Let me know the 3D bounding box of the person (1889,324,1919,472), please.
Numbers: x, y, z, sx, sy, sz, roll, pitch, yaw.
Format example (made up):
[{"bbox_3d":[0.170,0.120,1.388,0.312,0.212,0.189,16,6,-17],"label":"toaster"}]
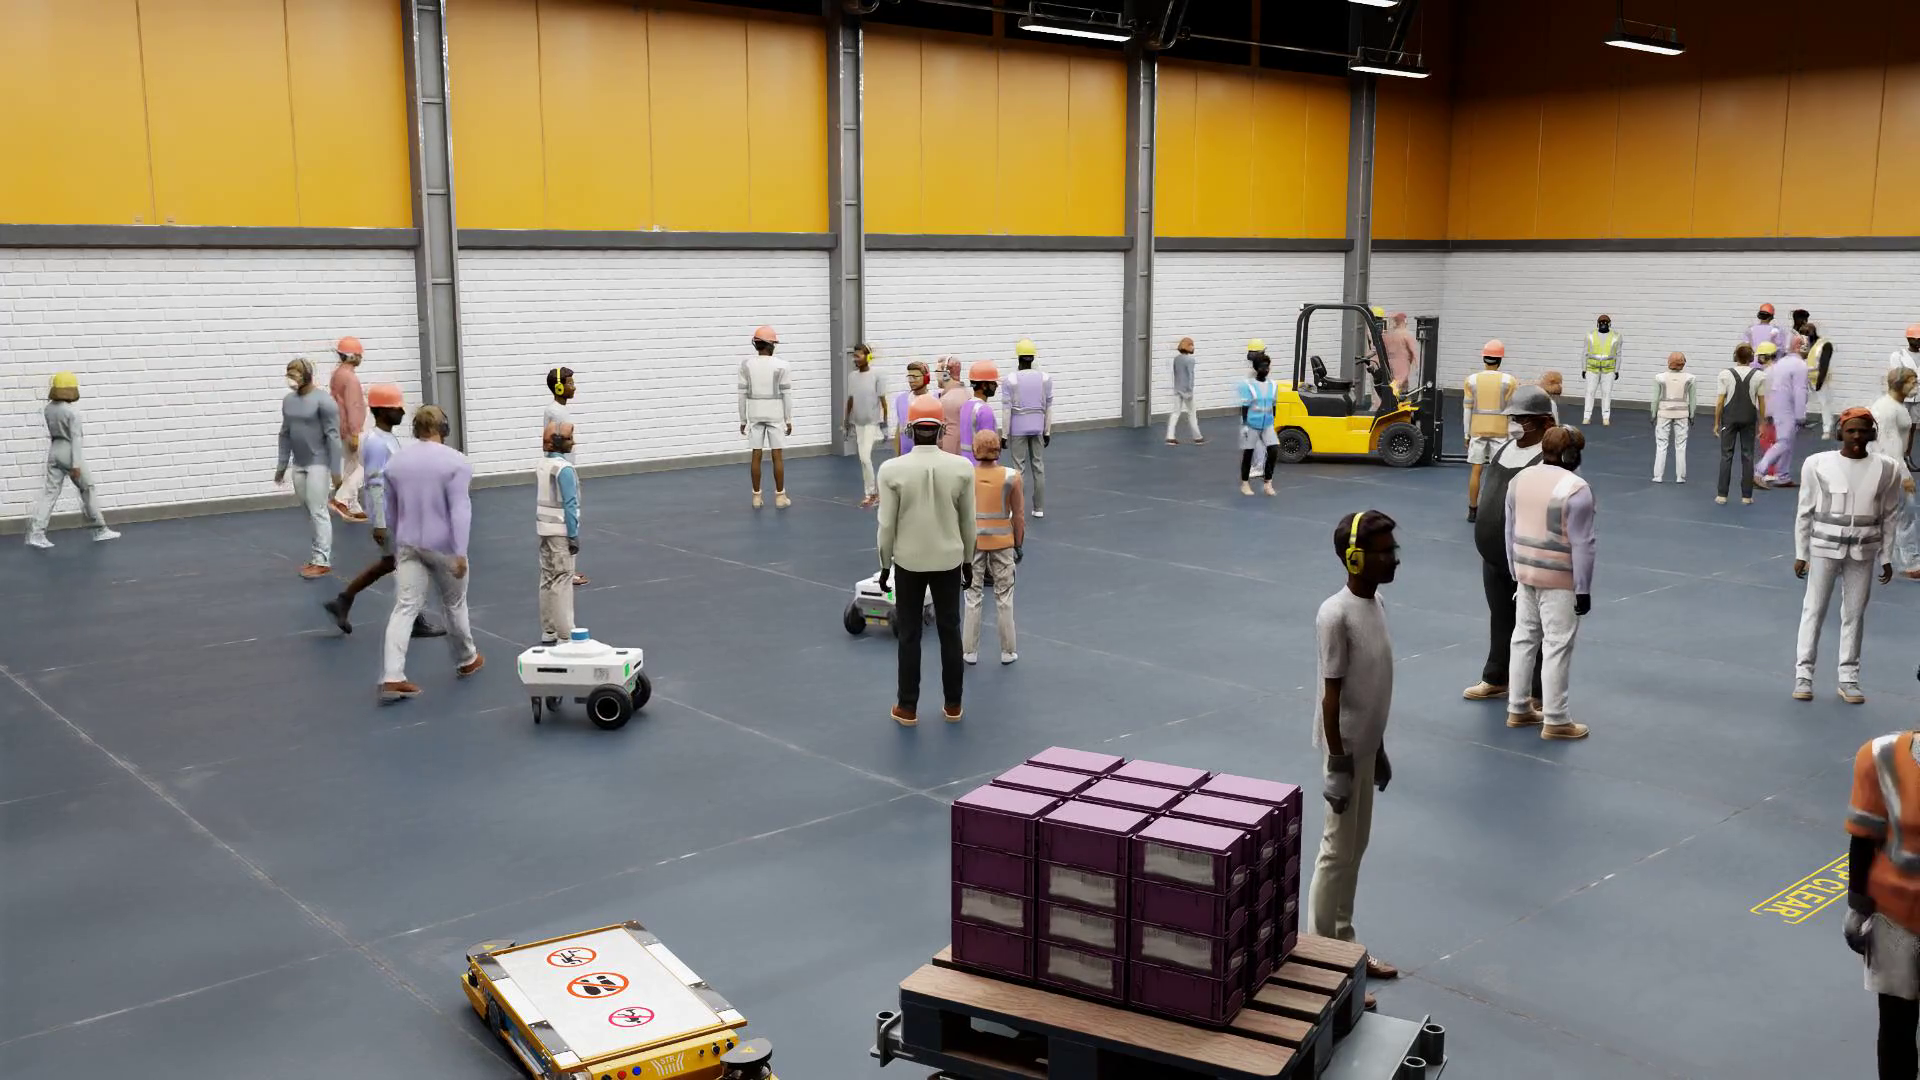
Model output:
[{"bbox_3d":[12.379,-1.845,21.682,0.542,1.939,0.361,-1,10,-5],"label":"person"}]

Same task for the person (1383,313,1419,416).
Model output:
[{"bbox_3d":[7.481,-2.934,28.334,0.990,1.854,0.709,-4,10,-20],"label":"person"}]

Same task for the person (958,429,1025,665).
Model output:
[{"bbox_3d":[0.193,0.055,11.444,0.511,1.638,0.308,0,10,2],"label":"person"}]

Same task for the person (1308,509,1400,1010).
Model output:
[{"bbox_3d":[1.512,0.813,6.315,0.328,1.876,0.509,6,11,30],"label":"person"}]

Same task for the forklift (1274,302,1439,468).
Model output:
[{"bbox_3d":[5.320,-2.157,22.763,2.313,2.155,1.214,3,10,16],"label":"forklift"}]

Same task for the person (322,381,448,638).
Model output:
[{"bbox_3d":[-4.266,-0.208,12.190,0.831,1.915,0.548,-2,10,-11],"label":"person"}]

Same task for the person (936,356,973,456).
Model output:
[{"bbox_3d":[-0.093,-0.727,15.236,0.402,1.906,0.652,2,10,13],"label":"person"}]

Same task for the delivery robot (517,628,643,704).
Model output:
[{"bbox_3d":[-2.302,0.781,10.085,0.707,0.478,0.477,1,10,4],"label":"delivery robot"}]

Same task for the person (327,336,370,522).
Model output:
[{"bbox_3d":[-6.423,-1.155,17.518,0.470,1.977,0.630,-8,12,-38],"label":"person"}]

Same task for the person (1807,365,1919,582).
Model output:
[{"bbox_3d":[7.993,-0.577,14.455,1.043,1.893,0.630,9,13,44],"label":"person"}]

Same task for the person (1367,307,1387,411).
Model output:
[{"bbox_3d":[7.263,-3.099,29.052,0.357,1.930,0.591,-1,10,-4],"label":"person"}]

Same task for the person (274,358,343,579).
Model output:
[{"bbox_3d":[-5.775,-0.616,14.567,0.645,1.930,0.655,6,11,31],"label":"person"}]

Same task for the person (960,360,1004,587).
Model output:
[{"bbox_3d":[0.193,-0.570,14.224,0.361,1.938,0.546,-4,10,-22],"label":"person"}]

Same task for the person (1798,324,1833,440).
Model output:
[{"bbox_3d":[13.017,-2.420,25.506,0.981,1.771,0.619,-5,11,-27],"label":"person"}]

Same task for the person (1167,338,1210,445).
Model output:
[{"bbox_3d":[3.375,-2.217,24.837,0.632,1.610,0.522,-6,11,-30],"label":"person"}]

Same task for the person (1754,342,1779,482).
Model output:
[{"bbox_3d":[10.109,-1.604,20.855,0.406,1.752,0.530,7,12,34],"label":"person"}]

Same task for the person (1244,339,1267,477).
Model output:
[{"bbox_3d":[3.767,-1.686,21.258,0.311,1.768,0.531,1,10,5],"label":"person"}]

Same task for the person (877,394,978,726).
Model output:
[{"bbox_3d":[-0.200,0.124,9.992,0.611,1.995,0.380,-2,10,-14],"label":"person"}]

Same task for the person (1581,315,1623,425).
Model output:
[{"bbox_3d":[10.700,-2.836,27.771,0.626,1.844,0.429,4,10,21],"label":"person"}]

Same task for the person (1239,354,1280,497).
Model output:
[{"bbox_3d":[3.501,-1.320,19.386,0.546,1.679,0.593,-3,10,-19],"label":"person"}]

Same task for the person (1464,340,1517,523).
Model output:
[{"bbox_3d":[5.576,-1.133,17.522,0.543,1.939,0.355,5,11,25],"label":"person"}]

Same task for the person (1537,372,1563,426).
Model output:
[{"bbox_3d":[6.252,-0.966,17.552,0.825,1.598,0.520,2,10,11],"label":"person"}]

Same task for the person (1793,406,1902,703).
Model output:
[{"bbox_3d":[5.585,0.093,10.506,0.575,1.881,0.356,3,10,17],"label":"person"}]

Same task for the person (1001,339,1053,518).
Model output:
[{"bbox_3d":[0.702,-1.177,17.806,0.587,1.927,0.367,-4,10,-22],"label":"person"}]

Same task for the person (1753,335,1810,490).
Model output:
[{"bbox_3d":[9.915,-1.543,20.137,0.676,1.872,0.665,1,10,7],"label":"person"}]

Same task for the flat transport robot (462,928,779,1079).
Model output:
[{"bbox_3d":[-1.237,1.689,5.871,0.652,0.197,1.431,-6,11,-32],"label":"flat transport robot"}]

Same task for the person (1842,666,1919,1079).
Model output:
[{"bbox_3d":[2.946,1.130,5.010,0.539,1.682,0.385,7,12,35],"label":"person"}]

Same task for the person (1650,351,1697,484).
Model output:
[{"bbox_3d":[8.829,-1.511,20.601,0.523,1.639,0.306,3,10,18],"label":"person"}]

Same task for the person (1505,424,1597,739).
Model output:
[{"bbox_3d":[3.482,0.239,9.772,0.429,1.839,0.634,-4,11,-23],"label":"person"}]

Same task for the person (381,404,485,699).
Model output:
[{"bbox_3d":[-3.450,0.066,10.757,0.653,1.866,1.054,2,10,11],"label":"person"}]

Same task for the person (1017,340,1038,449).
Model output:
[{"bbox_3d":[0.960,-2.124,24.298,0.311,1.611,0.579,-5,11,-28],"label":"person"}]

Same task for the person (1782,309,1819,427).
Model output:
[{"bbox_3d":[13.827,-2.810,27.322,0.818,1.933,0.622,8,13,40],"label":"person"}]

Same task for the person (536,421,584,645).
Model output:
[{"bbox_3d":[-2.888,-0.037,11.984,0.315,1.636,0.513,-7,12,-36],"label":"person"}]

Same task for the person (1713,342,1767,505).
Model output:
[{"bbox_3d":[8.829,-1.312,18.846,0.516,1.842,0.329,4,10,20],"label":"person"}]

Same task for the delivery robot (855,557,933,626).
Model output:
[{"bbox_3d":[-0.483,0.373,12.474,0.477,0.478,0.707,5,11,28],"label":"delivery robot"}]

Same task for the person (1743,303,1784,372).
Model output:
[{"bbox_3d":[13.236,-2.877,27.479,0.628,2.039,0.511,7,12,35],"label":"person"}]

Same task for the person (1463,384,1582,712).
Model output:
[{"bbox_3d":[3.449,0.049,10.296,0.538,2.000,0.683,-4,11,-24],"label":"person"}]

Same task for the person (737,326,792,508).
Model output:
[{"bbox_3d":[-2.170,-1.367,18.593,0.608,2.039,0.395,1,10,6],"label":"person"}]

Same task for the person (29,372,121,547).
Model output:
[{"bbox_3d":[-8.712,-0.791,16.202,0.487,1.702,0.891,3,10,19],"label":"person"}]

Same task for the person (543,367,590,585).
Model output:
[{"bbox_3d":[-3.406,-0.550,14.302,0.328,1.873,0.520,-3,10,-18],"label":"person"}]

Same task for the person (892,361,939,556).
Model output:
[{"bbox_3d":[-0.364,-0.744,15.512,0.565,1.846,0.390,6,11,31],"label":"person"}]

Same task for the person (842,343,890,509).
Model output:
[{"bbox_3d":[-1.080,-1.268,18.537,0.565,1.853,0.543,7,12,34],"label":"person"}]
